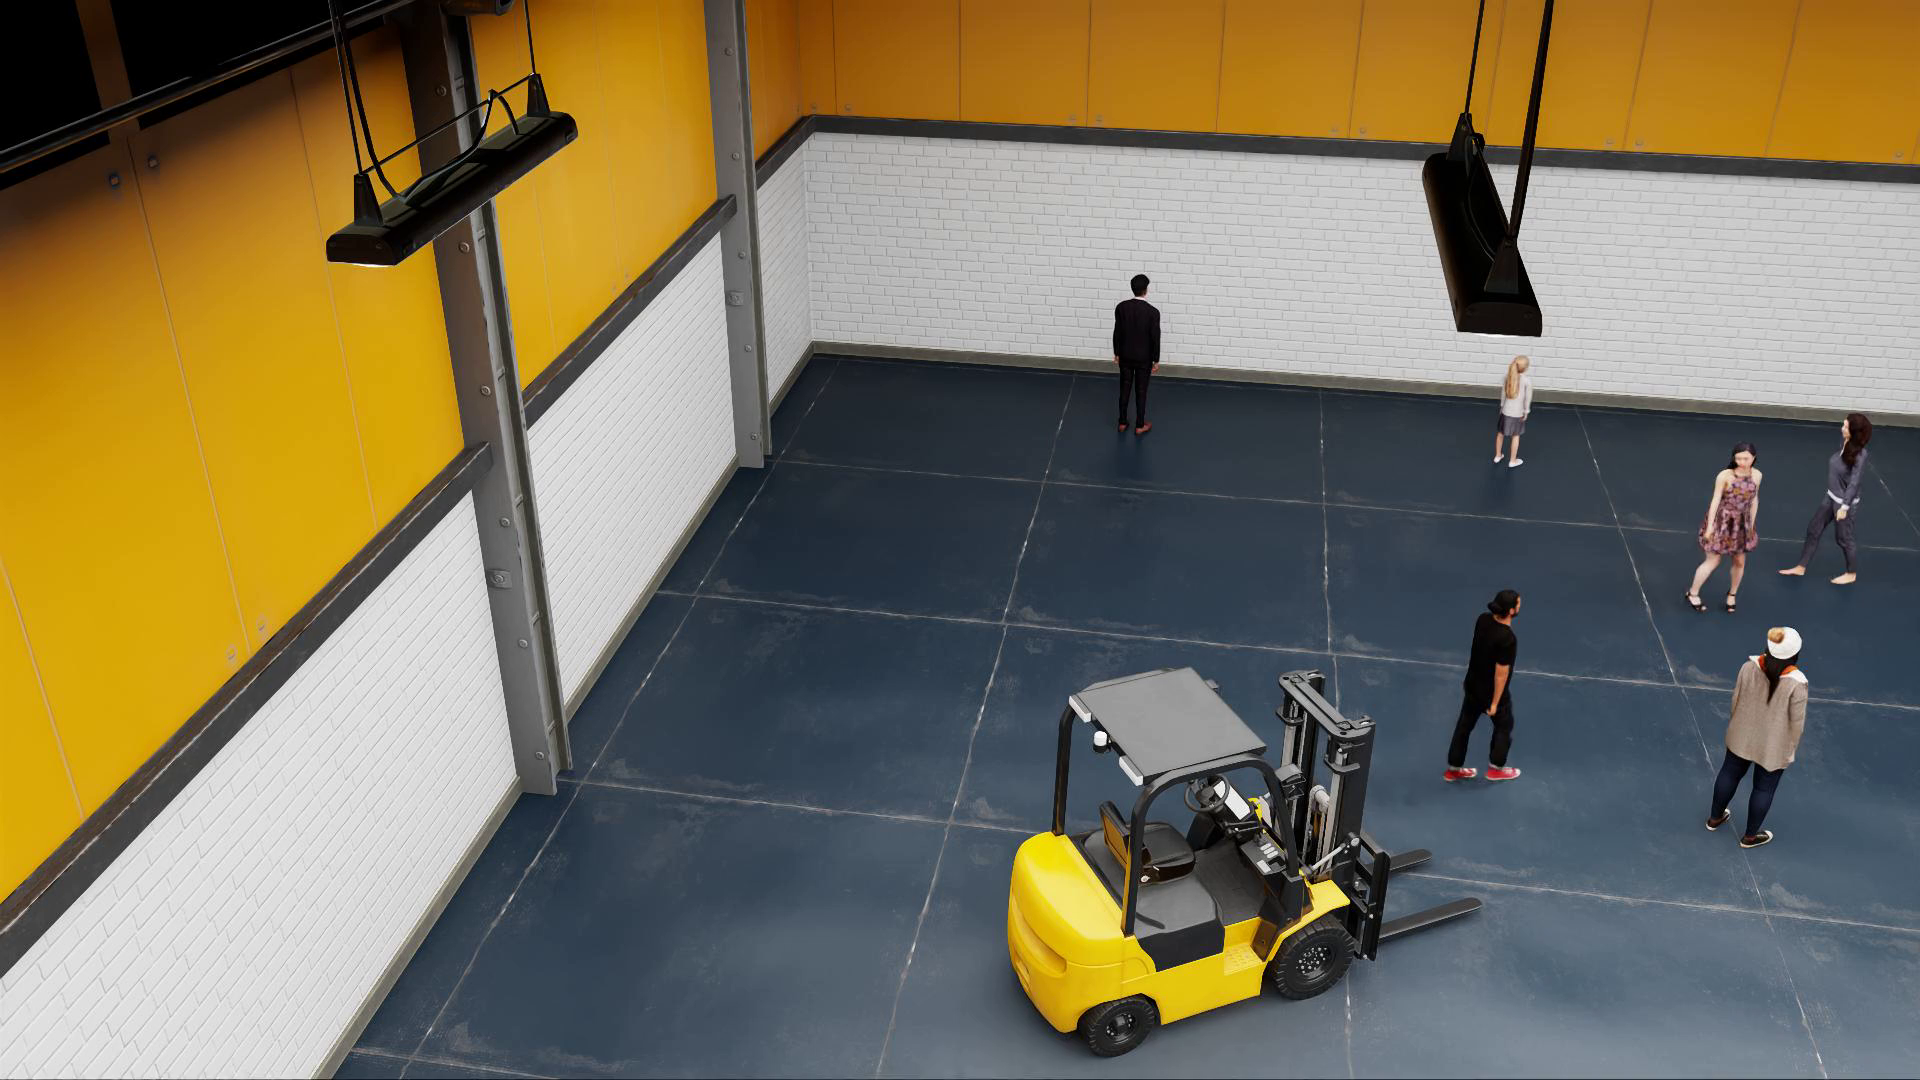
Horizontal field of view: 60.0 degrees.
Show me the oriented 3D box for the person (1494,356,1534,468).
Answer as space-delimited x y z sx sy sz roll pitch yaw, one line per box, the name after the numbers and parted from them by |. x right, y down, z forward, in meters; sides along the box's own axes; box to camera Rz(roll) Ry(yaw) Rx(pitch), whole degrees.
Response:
6.075 -1.429 18.244 0.646 1.275 0.597 -25 37 -37 | person

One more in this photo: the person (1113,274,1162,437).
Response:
1.986 -2.106 18.852 0.755 1.883 0.645 12 31 21 | person

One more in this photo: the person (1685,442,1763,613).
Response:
7.029 -0.114 15.336 0.777 1.751 0.760 -5 29 -10 | person

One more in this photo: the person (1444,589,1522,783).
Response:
4.044 1.176 12.986 0.917 1.737 0.902 -11 30 -19 | person

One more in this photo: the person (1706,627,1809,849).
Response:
5.954 1.431 12.367 0.867 1.882 0.813 -20 35 -32 | person

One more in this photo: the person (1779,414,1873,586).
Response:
8.451 -0.372 15.818 0.793 1.744 0.898 -2 29 -4 | person
